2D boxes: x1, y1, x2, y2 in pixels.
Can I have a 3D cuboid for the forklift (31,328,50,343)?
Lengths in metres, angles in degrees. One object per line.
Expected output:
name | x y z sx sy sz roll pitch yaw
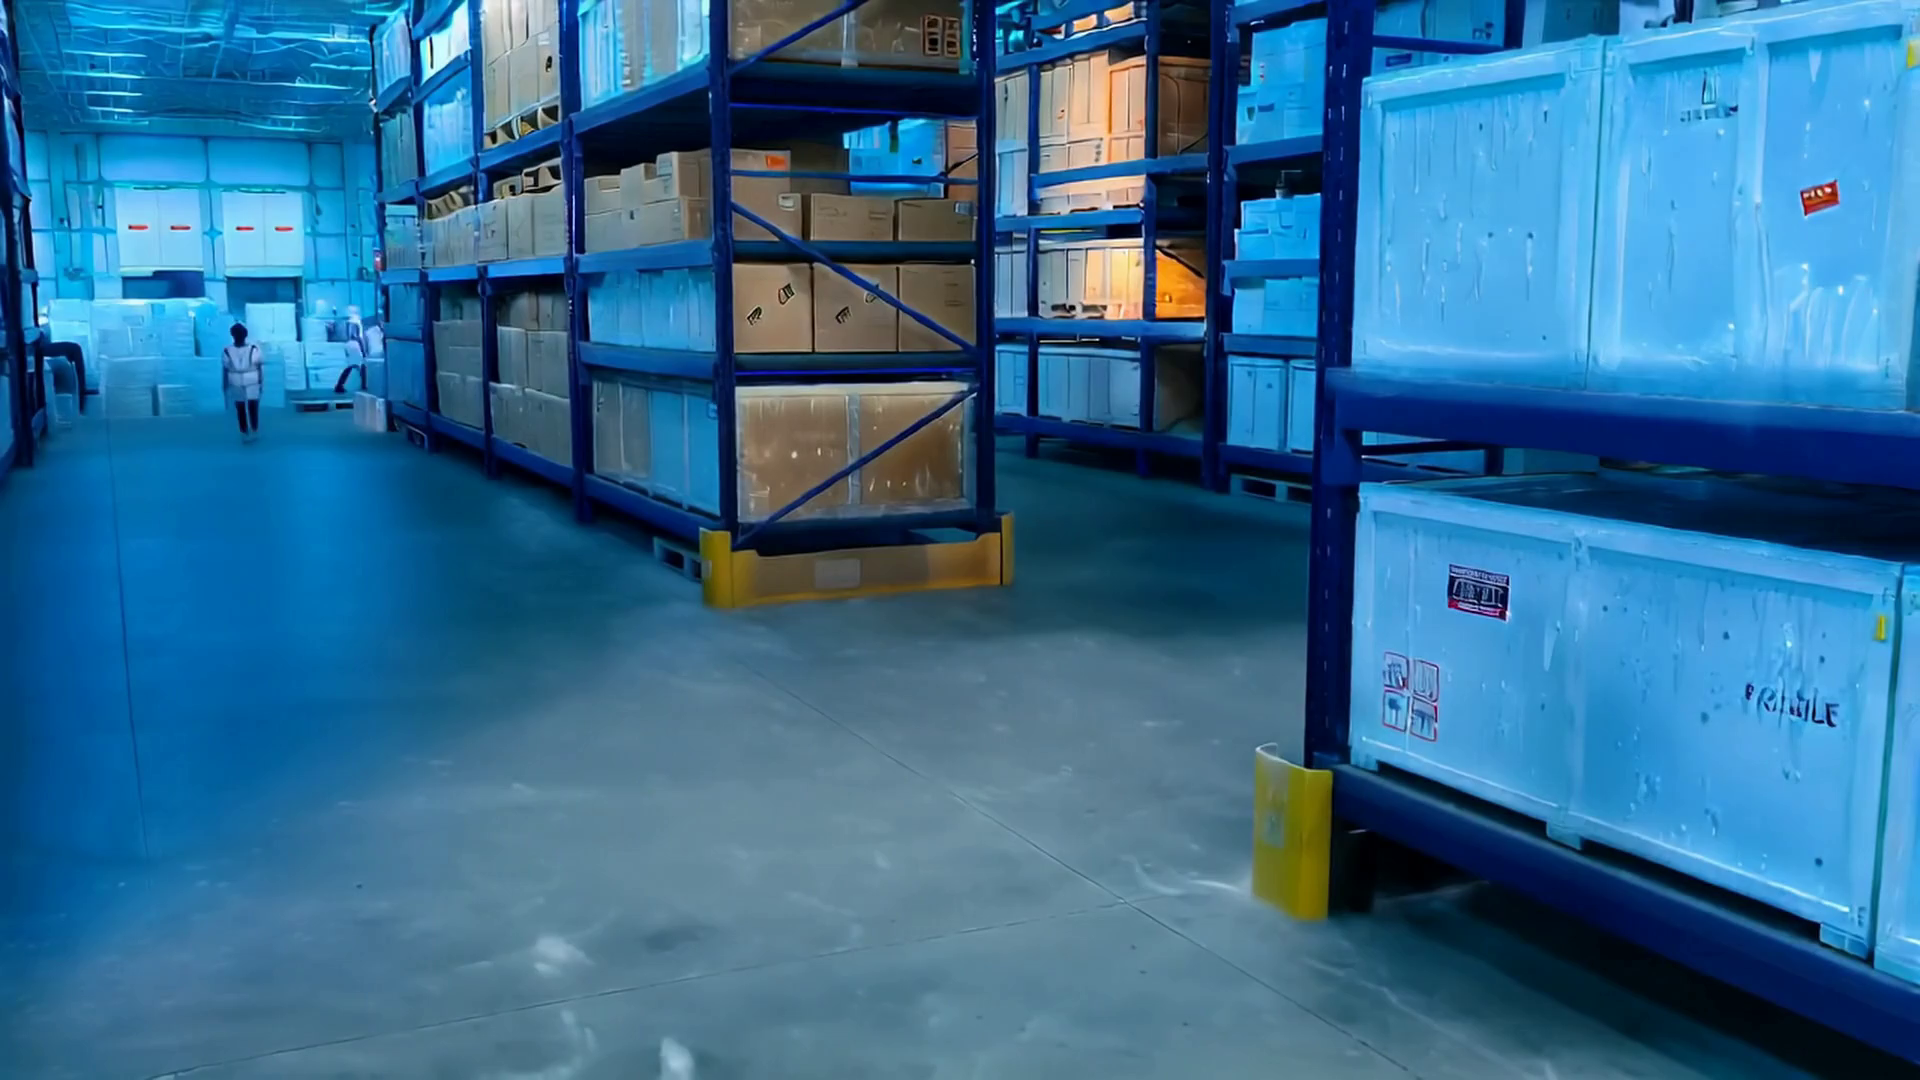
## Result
forklift | -28.778 -6.719 50.422 1.873 2.768 1.129 -3 9 -19

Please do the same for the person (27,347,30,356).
person | -14.798 -2.557 26.086 0.808 1.606 0.523 3 9 22

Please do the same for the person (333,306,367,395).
person | -12.858 -4.021 35.257 1.029 1.890 0.561 -7 11 -39

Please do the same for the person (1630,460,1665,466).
person | 5.212 -0.657 12.227 0.547 1.824 0.654 -7 11 -40

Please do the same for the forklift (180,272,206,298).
forklift | -23.404 -6.797 50.961 1.873 2.768 1.129 1 8 5

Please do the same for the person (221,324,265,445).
person | -9.888 -2.137 22.916 0.553 1.672 0.563 -2 9 -14

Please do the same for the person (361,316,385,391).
person | -12.694 -4.047 36.168 0.830 1.665 0.529 -8 11 -43

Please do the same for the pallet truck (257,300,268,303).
pallet truck | -23.913 -7.404 58.171 1.885 1.965 0.823 -1 8 -9
